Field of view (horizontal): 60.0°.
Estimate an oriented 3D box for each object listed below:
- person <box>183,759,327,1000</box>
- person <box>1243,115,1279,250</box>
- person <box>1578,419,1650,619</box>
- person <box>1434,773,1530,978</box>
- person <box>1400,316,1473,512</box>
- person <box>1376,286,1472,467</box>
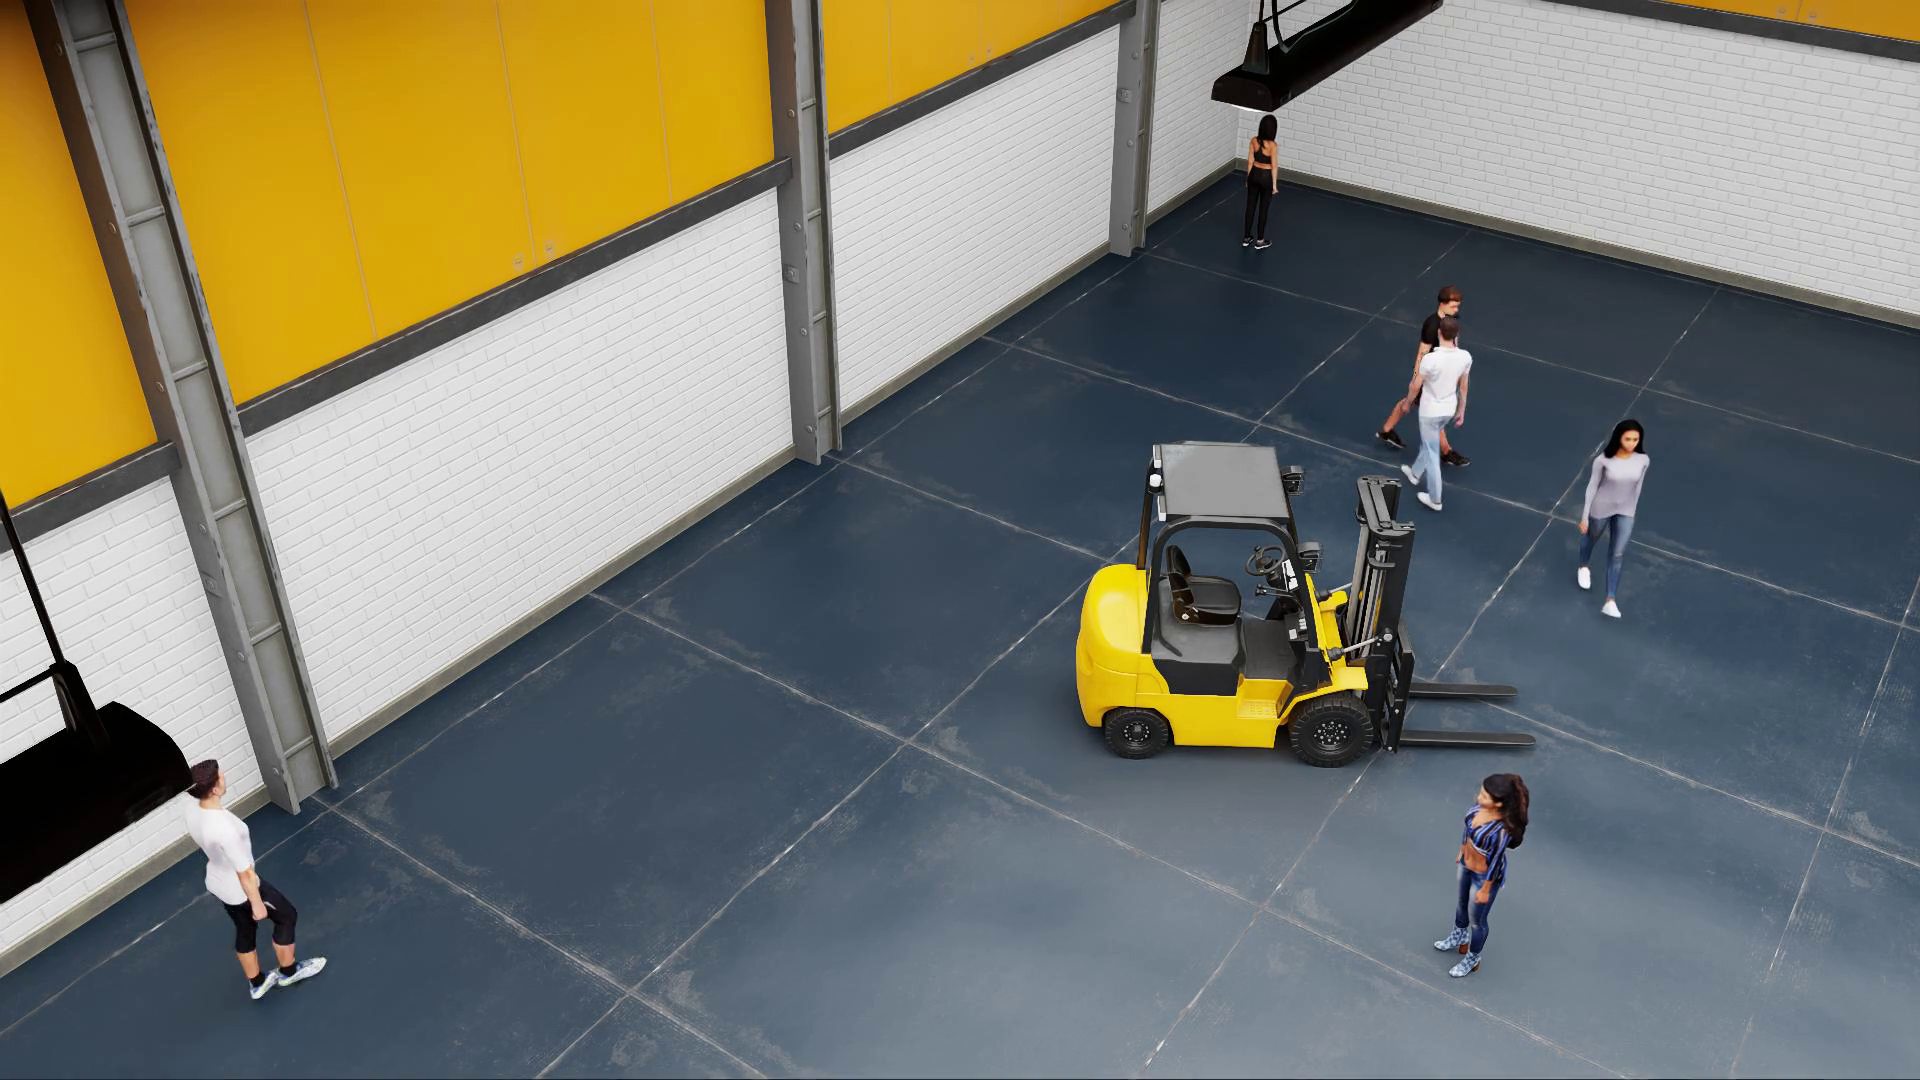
[{"bbox_3d":[-4.481,2.142,10.171,0.700,1.841,0.681,22,40,30],"label":"person"},{"bbox_3d":[3.630,-4.336,20.095,0.562,1.643,0.480,22,39,29],"label":"person"},{"bbox_3d":[5.418,-0.276,13.939,0.982,1.696,1.190,3,34,5],"label":"person"},{"bbox_3d":[3.270,2.086,10.457,0.753,1.617,0.687,-5,34,-7],"label":"person"},{"bbox_3d":[4.368,-1.096,15.061,1.022,1.819,1.000,-13,36,-19],"label":"person"},{"bbox_3d":[4.405,-1.612,15.845,0.768,1.812,1.136,22,40,30],"label":"person"}]
